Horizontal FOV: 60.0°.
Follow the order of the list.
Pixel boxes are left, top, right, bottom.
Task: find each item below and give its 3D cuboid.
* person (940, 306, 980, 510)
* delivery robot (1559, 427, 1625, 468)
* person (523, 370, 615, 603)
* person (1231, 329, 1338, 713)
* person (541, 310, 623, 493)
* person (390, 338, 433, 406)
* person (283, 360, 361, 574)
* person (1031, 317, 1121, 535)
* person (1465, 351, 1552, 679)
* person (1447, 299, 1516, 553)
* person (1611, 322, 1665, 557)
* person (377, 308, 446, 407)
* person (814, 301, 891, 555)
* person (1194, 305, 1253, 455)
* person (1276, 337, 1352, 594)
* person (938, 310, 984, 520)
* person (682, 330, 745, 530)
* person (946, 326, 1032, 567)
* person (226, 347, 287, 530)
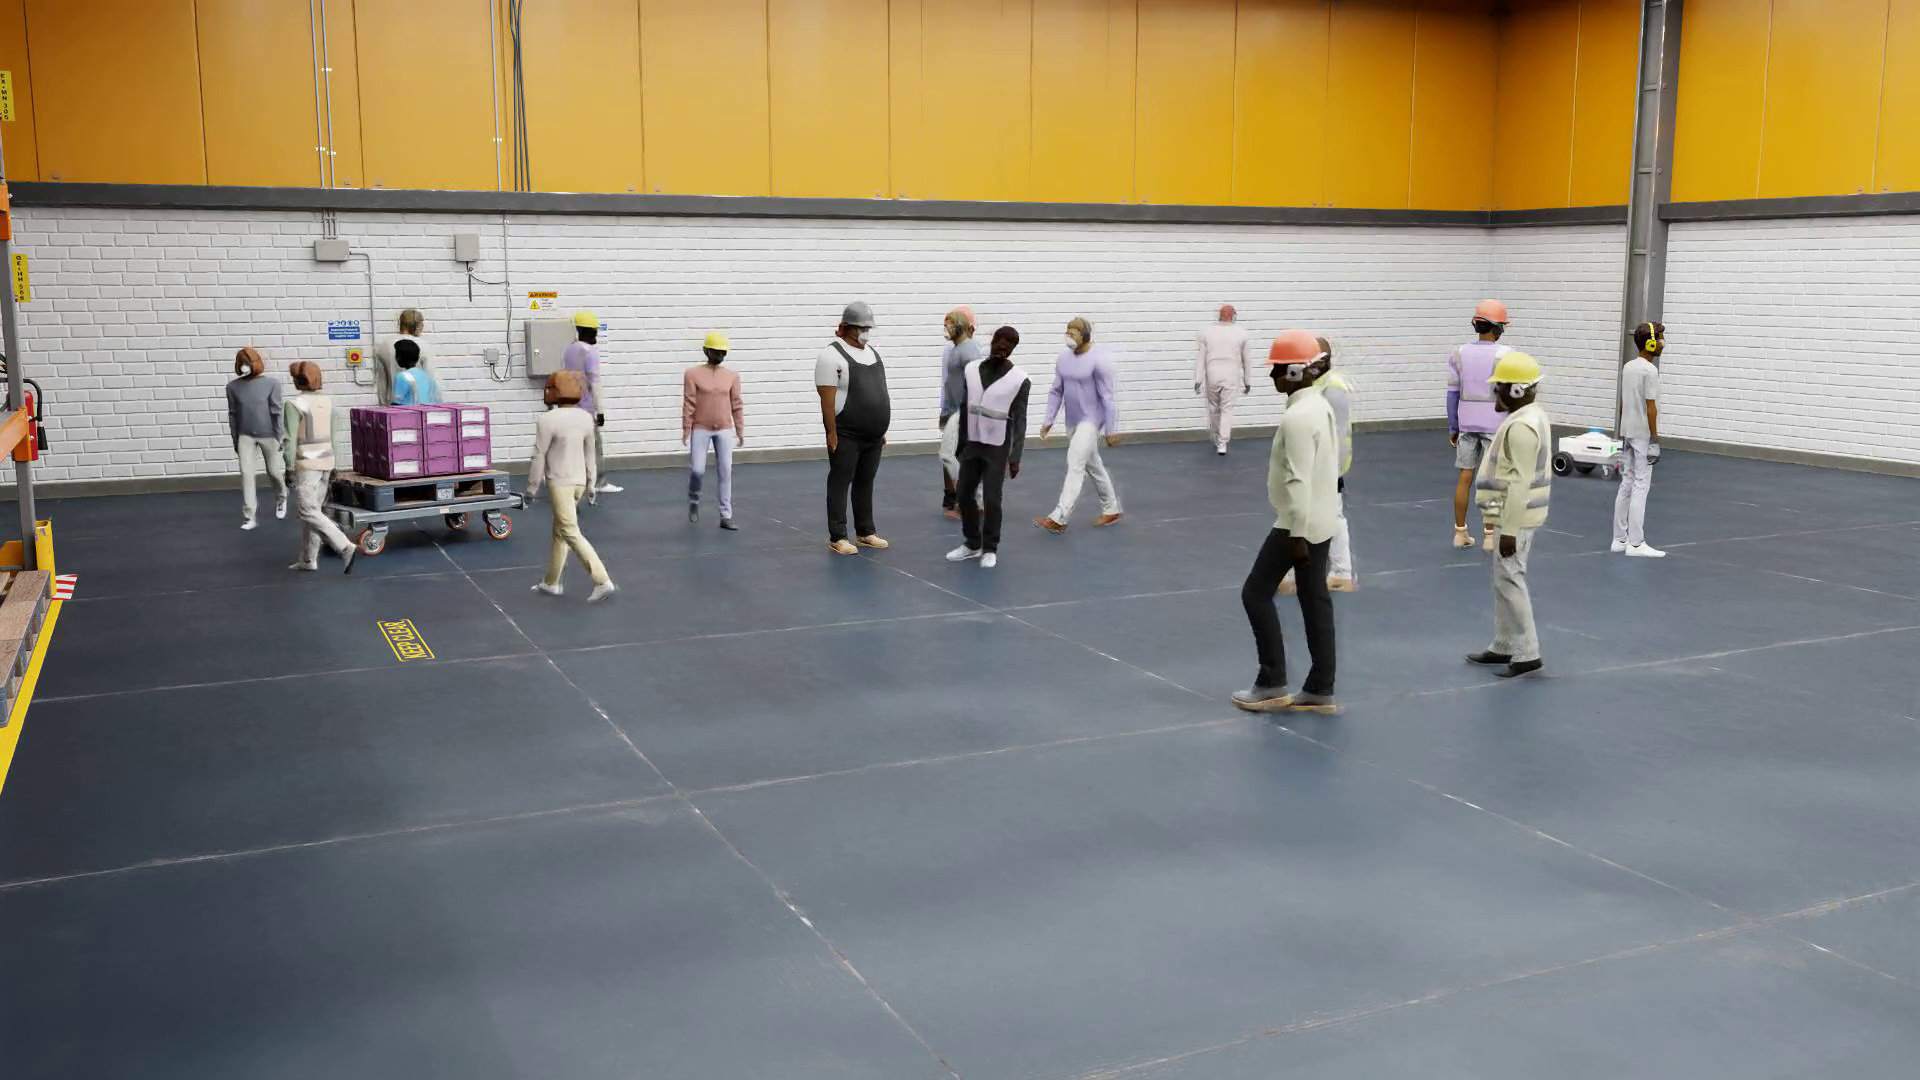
[{"bbox_3d":[0.002,-1.253,15.872,0.374,1.939,0.545,-1,9,-7],"label":"person"},{"bbox_3d":[6.977,-1.005,18.324,0.477,0.478,0.707,-7,11,-35],"label":"delivery robot"},{"bbox_3d":[-2.685,-0.370,11.455,0.821,1.599,0.506,5,10,26],"label":"person"},{"bbox_3d":[1.663,-0.091,8.538,0.666,1.967,0.635,5,10,27],"label":"person"},{"bbox_3d":[-3.851,-1.370,16.765,0.899,1.897,0.597,-7,12,-37],"label":"person"},{"bbox_3d":[-5.093,-1.058,15.543,0.889,1.653,0.533,1,9,4],"label":"person"},{"bbox_3d":[-4.791,-0.535,12.417,0.687,1.620,0.523,2,9,15],"label":"person"},{"bbox_3d":[1.044,-0.995,14.479,1.062,1.881,0.629,-6,11,-33],"label":"person"},{"bbox_3d":[3.089,-0.140,9.322,0.404,1.836,0.594,4,10,21],"label":"person"},{"bbox_3d":[4.250,-0.918,13.472,0.614,2.042,0.373,9,13,43],"label":"person"},{"bbox_3d":[5.453,-0.797,13.292,0.322,1.861,0.530,-1,9,-5],"label":"person"},{"bbox_3d":[-5.297,-1.276,16.096,0.661,1.918,0.453,4,10,22],"label":"person"},{"bbox_3d":[-0.809,-0.913,13.451,0.537,2.000,0.678,7,12,38],"label":"person"},{"bbox_3d":[3.313,-2.008,20.859,0.708,1.843,1.031,3,10,18],"label":"person"},{"bbox_3d":[2.408,-0.515,11.703,0.856,1.803,0.616,1,9,5],"label":"person"},{"bbox_3d":[-0.002,-1.126,15.162,0.592,1.921,0.635,-1,9,-4],"label":"person"},{"bbox_3d":[-2.181,-0.968,14.657,0.568,1.760,0.459,-4,10,-25],"label":"person"},{"bbox_3d":[0.243,-0.713,12.767,0.706,1.858,0.359,7,12,37],"label":"person"},{"bbox_3d":[-6.269,-0.930,14.890,0.500,1.607,0.747,-1,9,-7],"label":"person"}]
